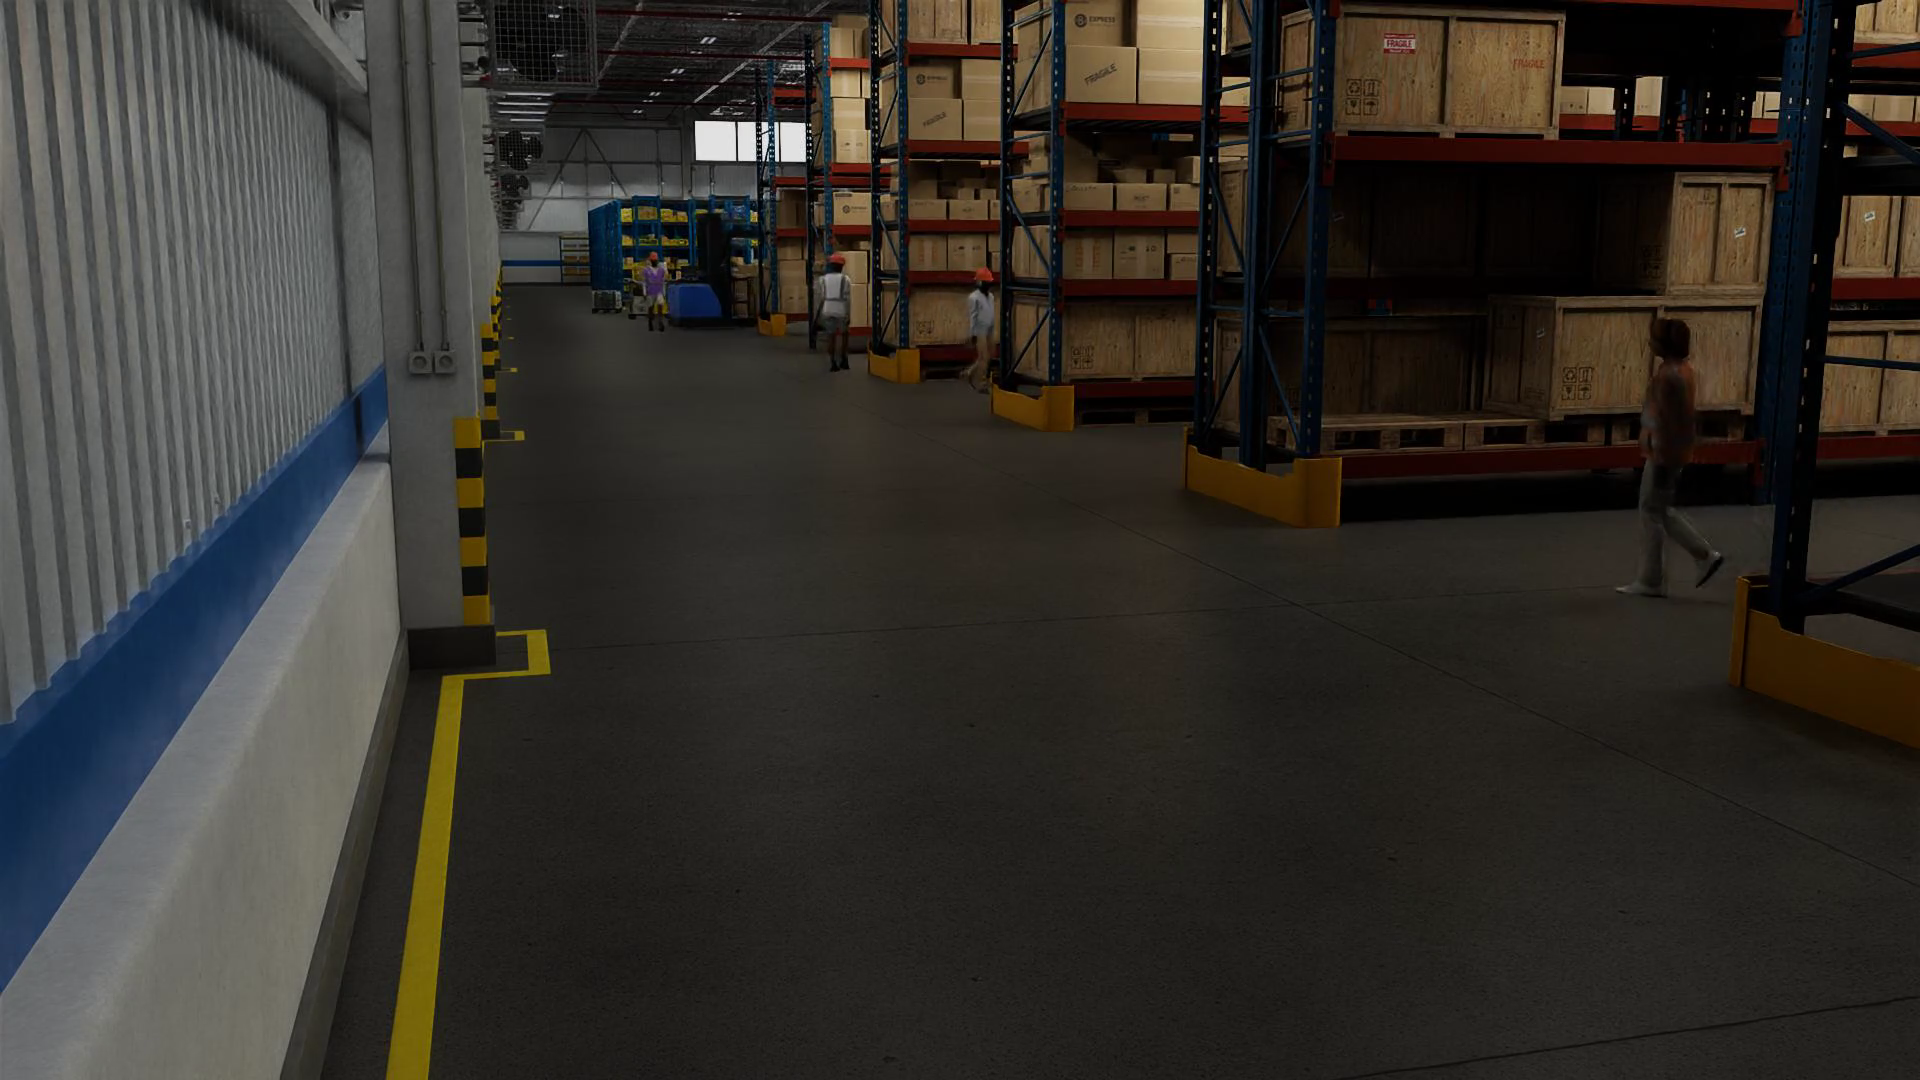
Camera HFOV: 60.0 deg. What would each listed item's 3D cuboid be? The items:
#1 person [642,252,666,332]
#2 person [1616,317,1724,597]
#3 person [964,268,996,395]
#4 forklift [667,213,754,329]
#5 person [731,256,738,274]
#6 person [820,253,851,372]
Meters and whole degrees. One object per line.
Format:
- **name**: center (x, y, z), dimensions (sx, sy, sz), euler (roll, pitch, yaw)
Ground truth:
- **person**: center (-7.297, -5.910, 39.672), dimensions (0.569, 1.887, 1.016), euler (-4, 11, -22)
- **person**: center (4.089, -0.461, 9.518), dimensions (0.459, 1.622, 0.532), euler (8, 13, 37)
- **person**: center (0.274, -2.861, 22.811), dimensions (0.555, 1.735, 0.568), euler (7, 12, 36)
- **forklift**: center (-6.183, -6.615, 40.833), dimensions (1.873, 2.768, 1.129), euler (-6, 11, -29)
- **person**: center (-6.581, -7.324, 48.096), dimensions (0.485, 1.735, 0.345), euler (6, 12, 30)
- **person**: center (-1.994, -3.688, 27.015), dimensions (0.542, 1.912, 0.595), euler (3, 10, 14)
